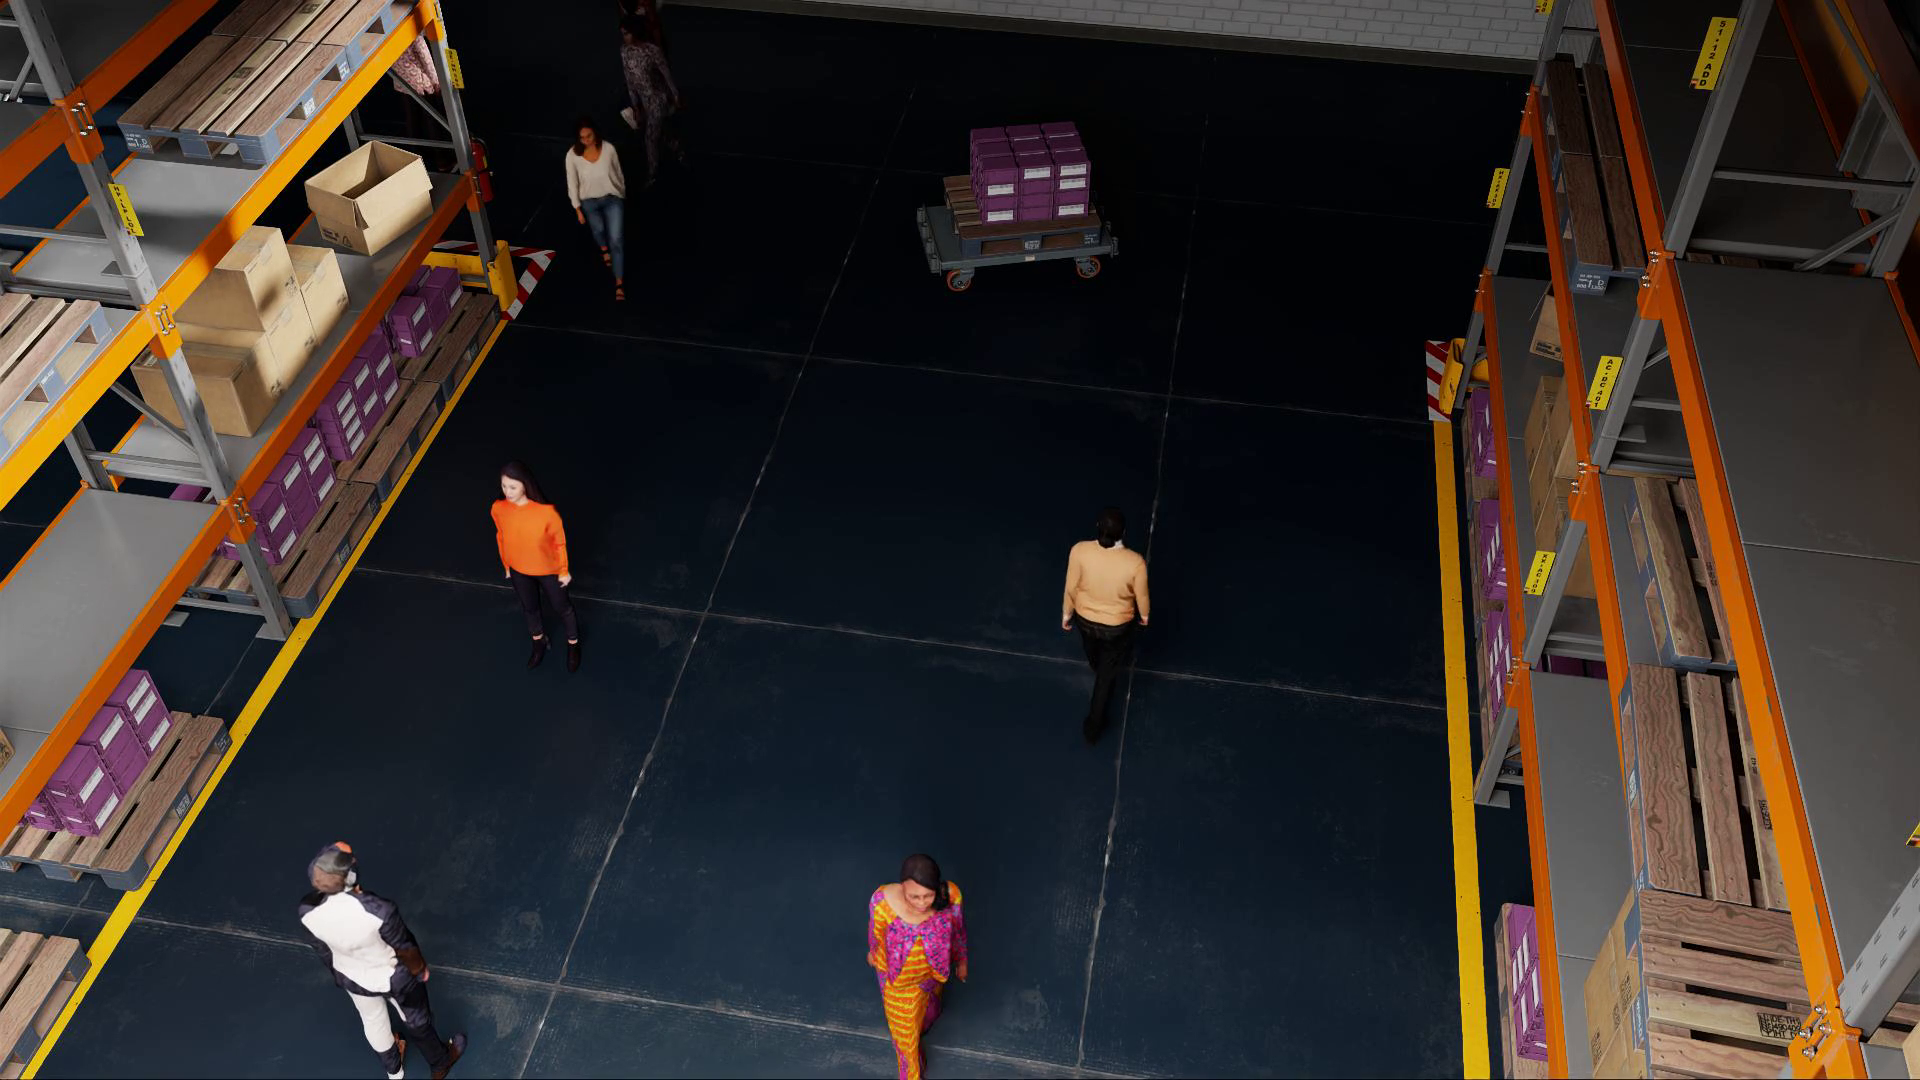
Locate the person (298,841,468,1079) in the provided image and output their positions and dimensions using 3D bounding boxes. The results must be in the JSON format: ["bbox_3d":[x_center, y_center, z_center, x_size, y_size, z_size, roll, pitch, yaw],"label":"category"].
[{"bbox_3d":[-2.988,2.197,8.511,0.694,1.892,0.613,3,44,3],"label":"person"}]

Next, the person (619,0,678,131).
[{"bbox_3d":[-3.062,-4.733,15.862,0.948,1.787,1.120,29,51,27],"label":"person"}]

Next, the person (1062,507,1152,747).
[{"bbox_3d":[0.877,0.558,10.367,0.808,1.705,1.204,14,45,14],"label":"person"}]

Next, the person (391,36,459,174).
[{"bbox_3d":[-5.036,-4.261,15.351,0.742,1.808,0.692,19,47,19],"label":"person"}]

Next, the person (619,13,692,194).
[{"bbox_3d":[-2.743,-4.045,15.225,0.828,1.668,1.083,15,46,15],"label":"person"}]

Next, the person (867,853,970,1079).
[{"bbox_3d":[-0.233,2.121,8.749,0.930,1.676,1.126,-10,45,-10],"label":"person"}]

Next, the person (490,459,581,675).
[{"bbox_3d":[-2.730,0.171,10.742,0.607,1.748,0.528,7,44,7],"label":"person"}]

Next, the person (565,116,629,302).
[{"bbox_3d":[-3.043,-2.900,14.048,0.946,1.634,1.200,-11,45,-11],"label":"person"}]
